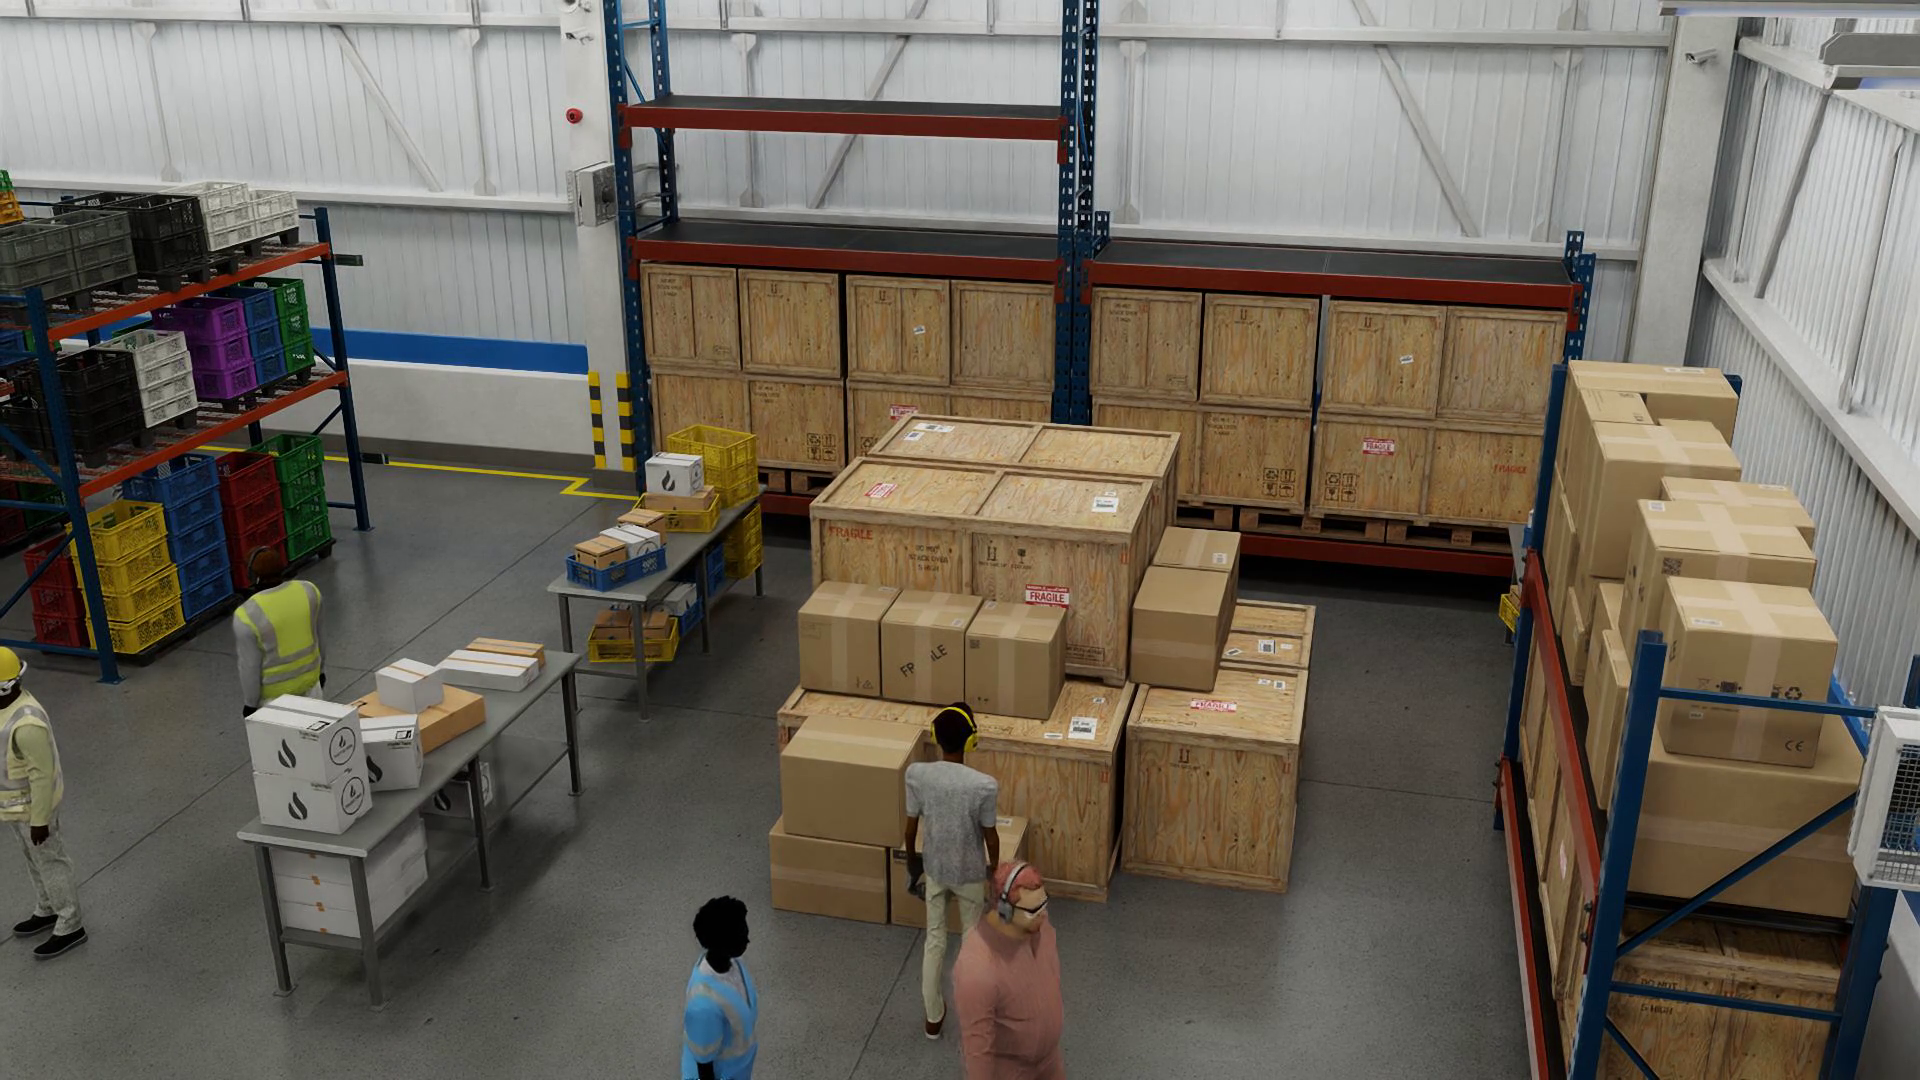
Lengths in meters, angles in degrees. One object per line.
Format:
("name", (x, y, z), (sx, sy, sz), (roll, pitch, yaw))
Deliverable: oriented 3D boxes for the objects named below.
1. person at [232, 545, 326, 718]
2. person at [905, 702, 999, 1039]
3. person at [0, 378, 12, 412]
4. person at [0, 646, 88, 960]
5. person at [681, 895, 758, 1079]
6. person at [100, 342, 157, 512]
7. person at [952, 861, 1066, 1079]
("person", (-4.253, 0.902, 10.462), (0.430, 1.845, 0.619), (12, 24, 28))
("person", (-0.030, 1.679, 8.389), (0.520, 1.873, 0.333), (7, 22, 18))
("person", (-10.586, -2.132, 18.364), (0.340, 1.876, 0.576), (-11, 24, -27))
("person", (-5.137, 1.418, 9.125), (0.404, 1.833, 0.588), (-19, 28, -41))
("person", (-1.012, 2.267, 7.103), (0.321, 1.695, 0.538), (3, 21, 7))
("person", (-7.440, -0.826, 14.851), (0.629, 1.940, 0.372), (5, 21, 12))
("person", (0.274, 2.193, 7.012), (0.507, 1.894, 0.701), (13, 24, 30))
